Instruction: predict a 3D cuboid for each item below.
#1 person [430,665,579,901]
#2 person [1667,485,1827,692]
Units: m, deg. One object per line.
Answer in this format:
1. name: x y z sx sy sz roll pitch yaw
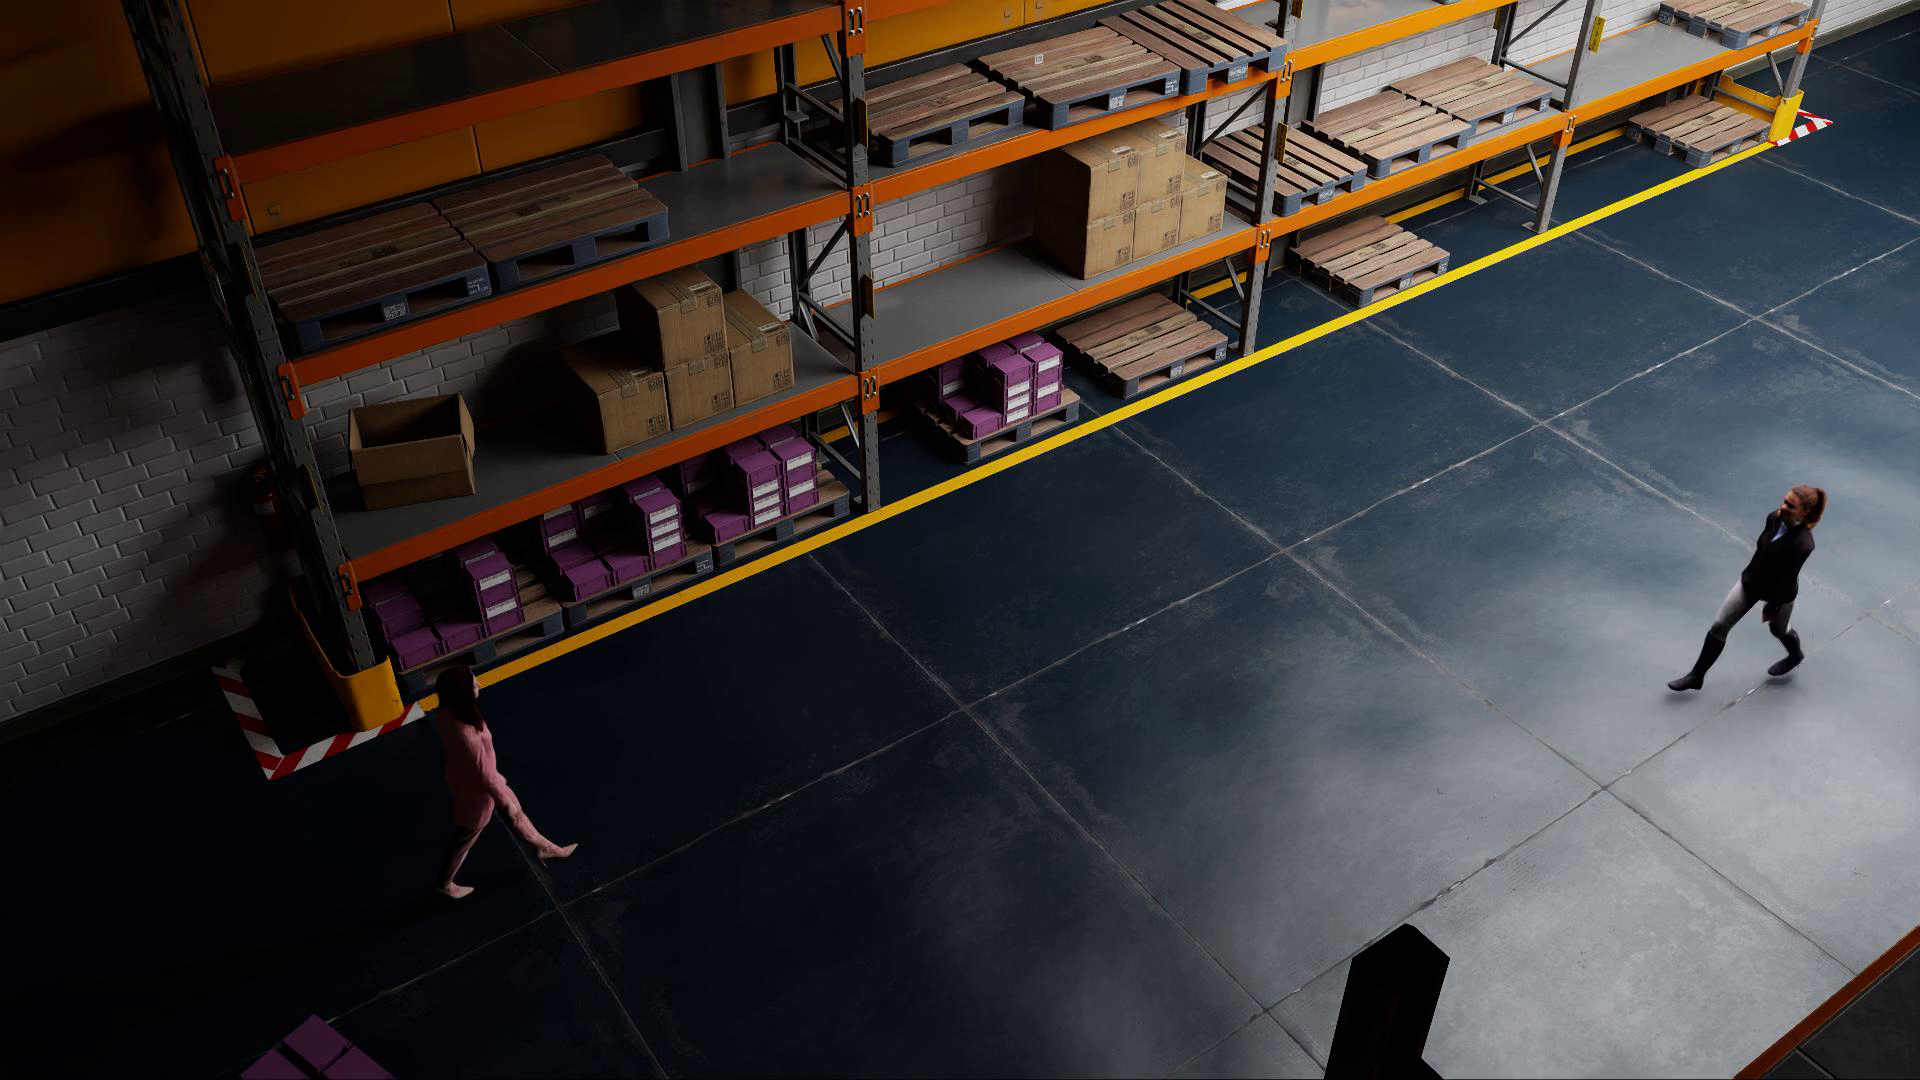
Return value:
1. person: -2.891 1.479 9.621 1.156 1.747 0.732 -18 42 -21
2. person: 5.459 0.360 11.075 1.289 1.681 0.871 -9 40 -11
